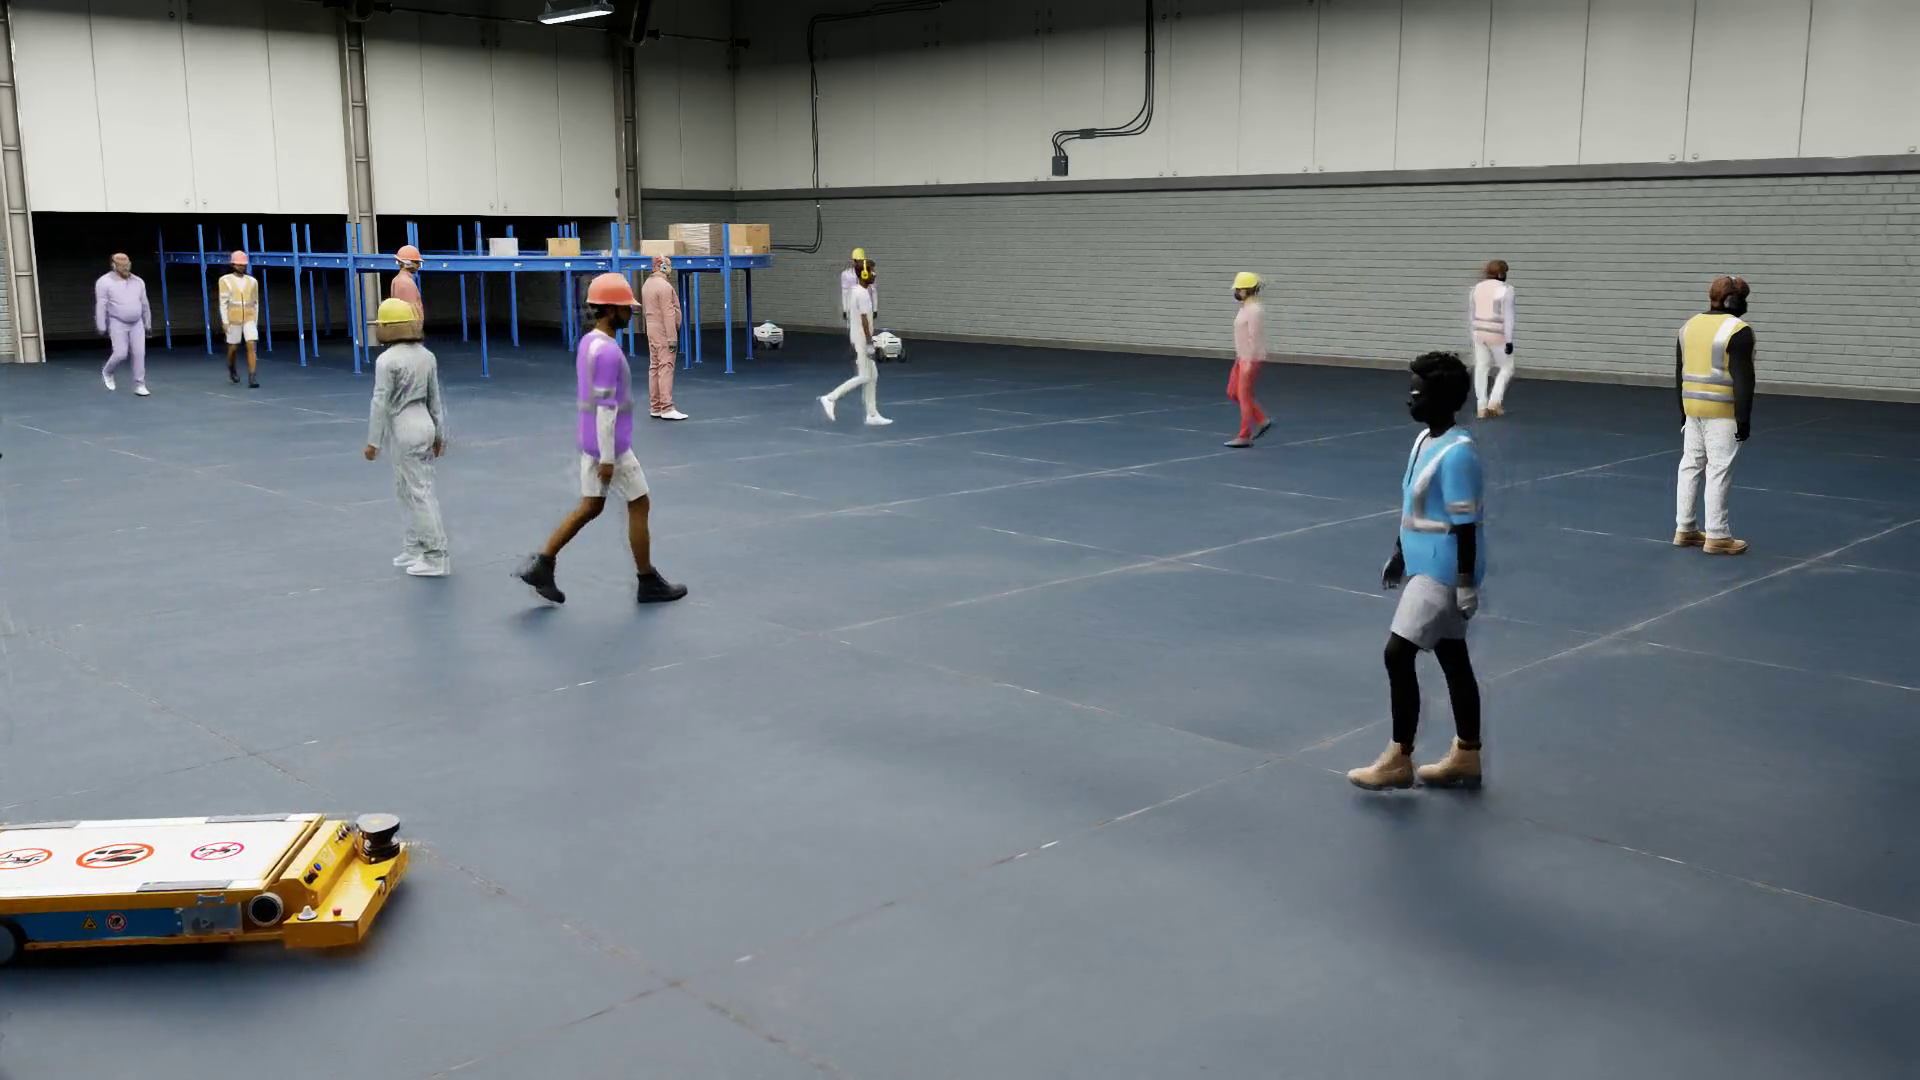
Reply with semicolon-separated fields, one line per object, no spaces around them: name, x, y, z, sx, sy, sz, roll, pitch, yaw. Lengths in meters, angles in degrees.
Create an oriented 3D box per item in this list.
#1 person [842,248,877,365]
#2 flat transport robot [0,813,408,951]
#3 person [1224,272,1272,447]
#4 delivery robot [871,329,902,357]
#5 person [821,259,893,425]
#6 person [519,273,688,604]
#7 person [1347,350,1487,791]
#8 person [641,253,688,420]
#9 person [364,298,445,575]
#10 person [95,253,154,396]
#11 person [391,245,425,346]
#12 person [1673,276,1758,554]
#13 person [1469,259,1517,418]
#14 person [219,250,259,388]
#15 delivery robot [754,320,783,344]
person;-1.657;-3.854;27.408;0.590;1.909;0.645;-2;11;-11
flat transport robot;-2.527;1.064;5.169;1.431;0.197;0.652;-1;10;-6
person;2.890;-1.804;16.662;0.416;1.754;0.526;-1;10;-5
delivery robot;-1.247;-3.317;28.030;0.477;0.478;0.707;-4;11;-22
person;-1.154;-2.207;18.588;0.723;1.852;0.520;-1;10;-3
person;-2.086;-0.567;9.507;0.908;1.914;0.549;-5;12;-25
person;1.736;0.124;6.329;0.658;1.674;0.545;2;11;9
person;-3.413;-2.352;19.214;0.411;1.911;0.643;-7;12;-32
person;-3.500;-0.634;10.357;0.629;1.722;0.488;3;11;16
person;-11.105;-2.859;22.050;0.594;1.884;0.675;7;13;35
person;-6.360;-2.401;19.249;0.396;1.990;0.621;-7;13;-34
person;5.099;-0.847;11.198;0.429;1.839;0.633;-3;11;-16
person;6.201;-2.329;19.304;0.481;1.826;0.658;-7;12;-33
person;-10.152;-3.121;23.428;0.550;1.910;0.849;-8;13;-36
delivery robot;-3.560;-3.845;30.911;0.477;0.478;0.707;-6;12;-28
